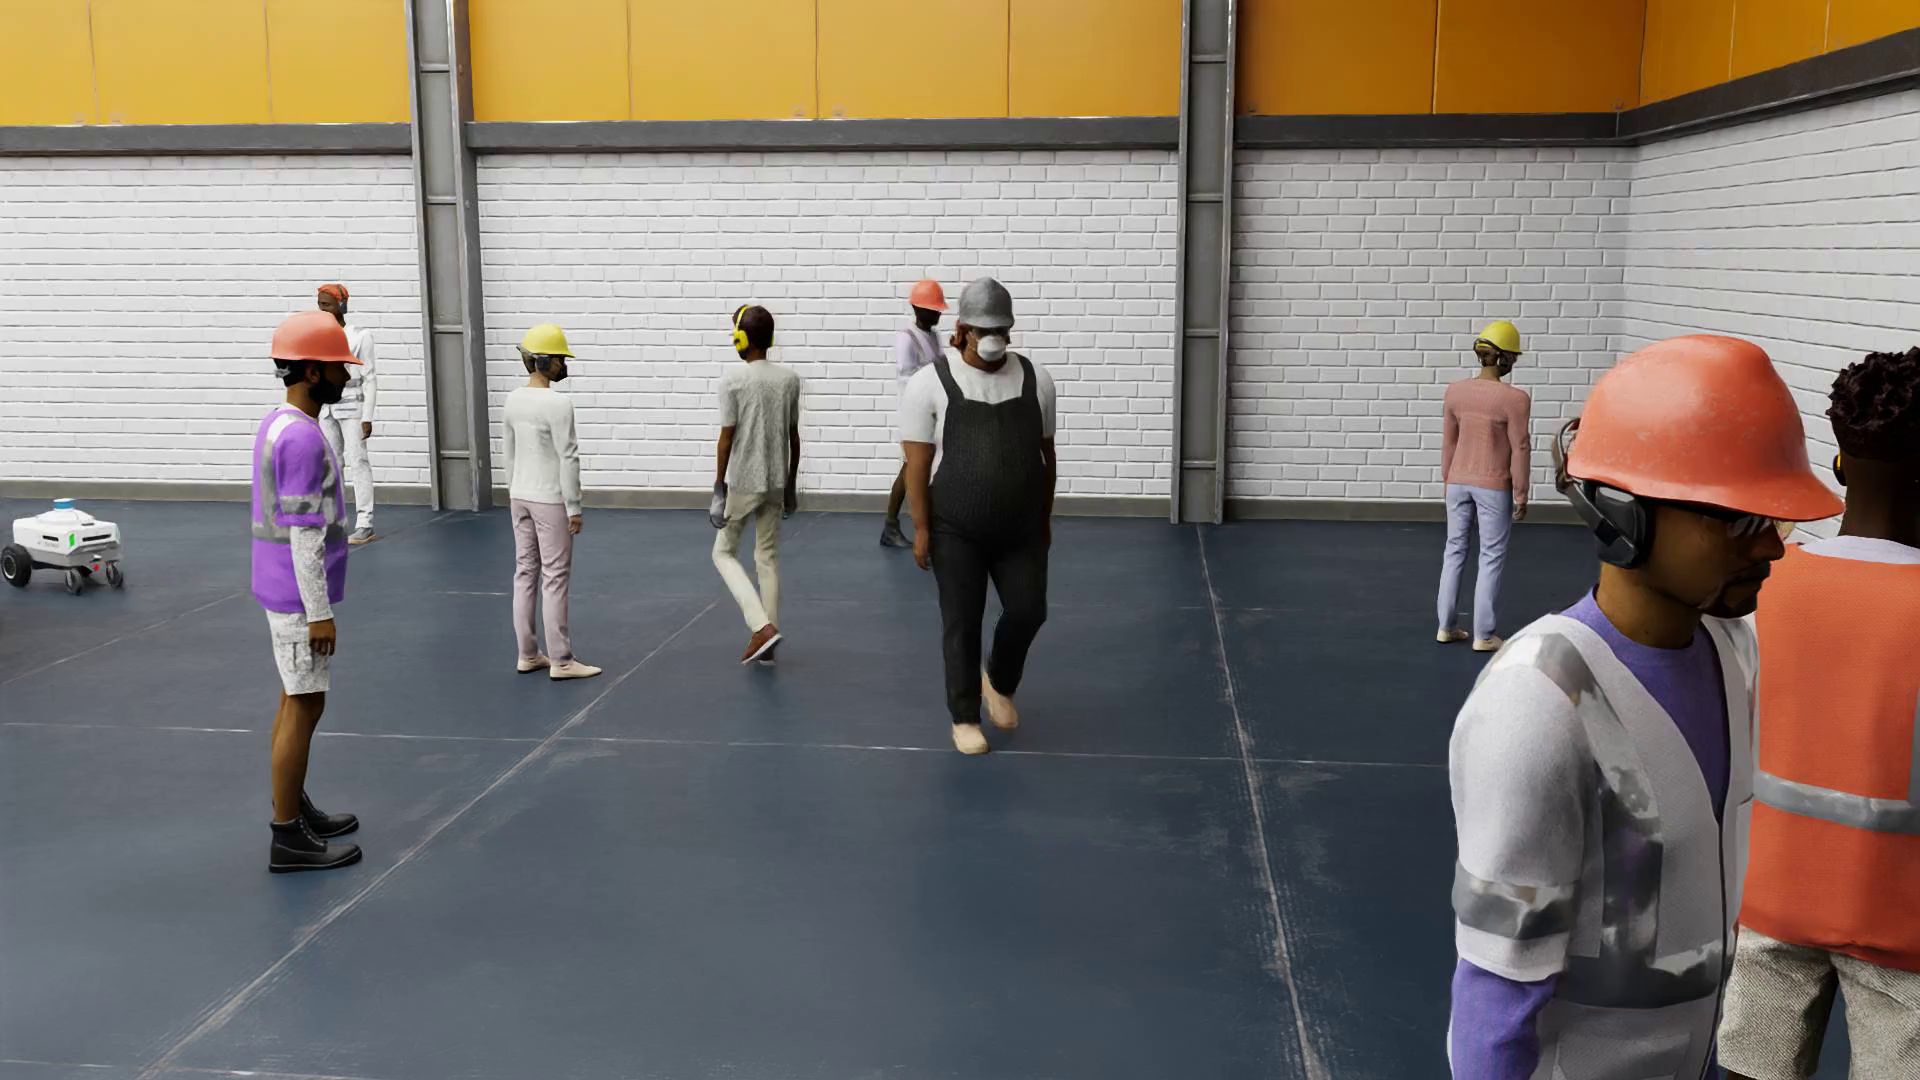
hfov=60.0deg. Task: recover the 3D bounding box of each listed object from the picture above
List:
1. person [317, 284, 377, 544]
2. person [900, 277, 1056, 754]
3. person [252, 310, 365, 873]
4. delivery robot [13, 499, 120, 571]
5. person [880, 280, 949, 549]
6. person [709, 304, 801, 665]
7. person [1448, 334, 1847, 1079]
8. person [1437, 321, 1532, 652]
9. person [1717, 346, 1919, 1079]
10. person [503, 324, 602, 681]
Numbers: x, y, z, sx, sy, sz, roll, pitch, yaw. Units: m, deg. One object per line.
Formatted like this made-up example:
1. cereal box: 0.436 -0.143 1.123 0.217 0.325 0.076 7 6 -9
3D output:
1. person: -4.492 -0.907 12.059 0.572 1.883 0.353 3 10 19
2. person: 0.103 -0.109 7.034 0.690 2.000 0.537 -3 10 -14
3. person: -2.246 0.172 5.788 0.424 1.924 0.560 -4 11 -23
4. delivery robot: -5.641 -0.018 10.497 0.707 0.478 0.477 6 12 32
5. person: -0.279 -0.889 11.922 0.526 1.919 0.619 5 11 27
6. person: -1.046 -0.264 8.446 0.566 1.853 0.376 -8 13 -39
7. person: 0.860 0.746 2.207 0.454 2.029 0.620 10 14 44
8. person: 2.793 -0.278 8.831 0.339 1.755 0.531 -8 13 -38
9. person: 1.570 0.645 2.931 0.367 1.966 0.606 -9 14 -43
10. person: -2.053 -0.186 8.272 0.526 1.765 0.329 8 13 40
